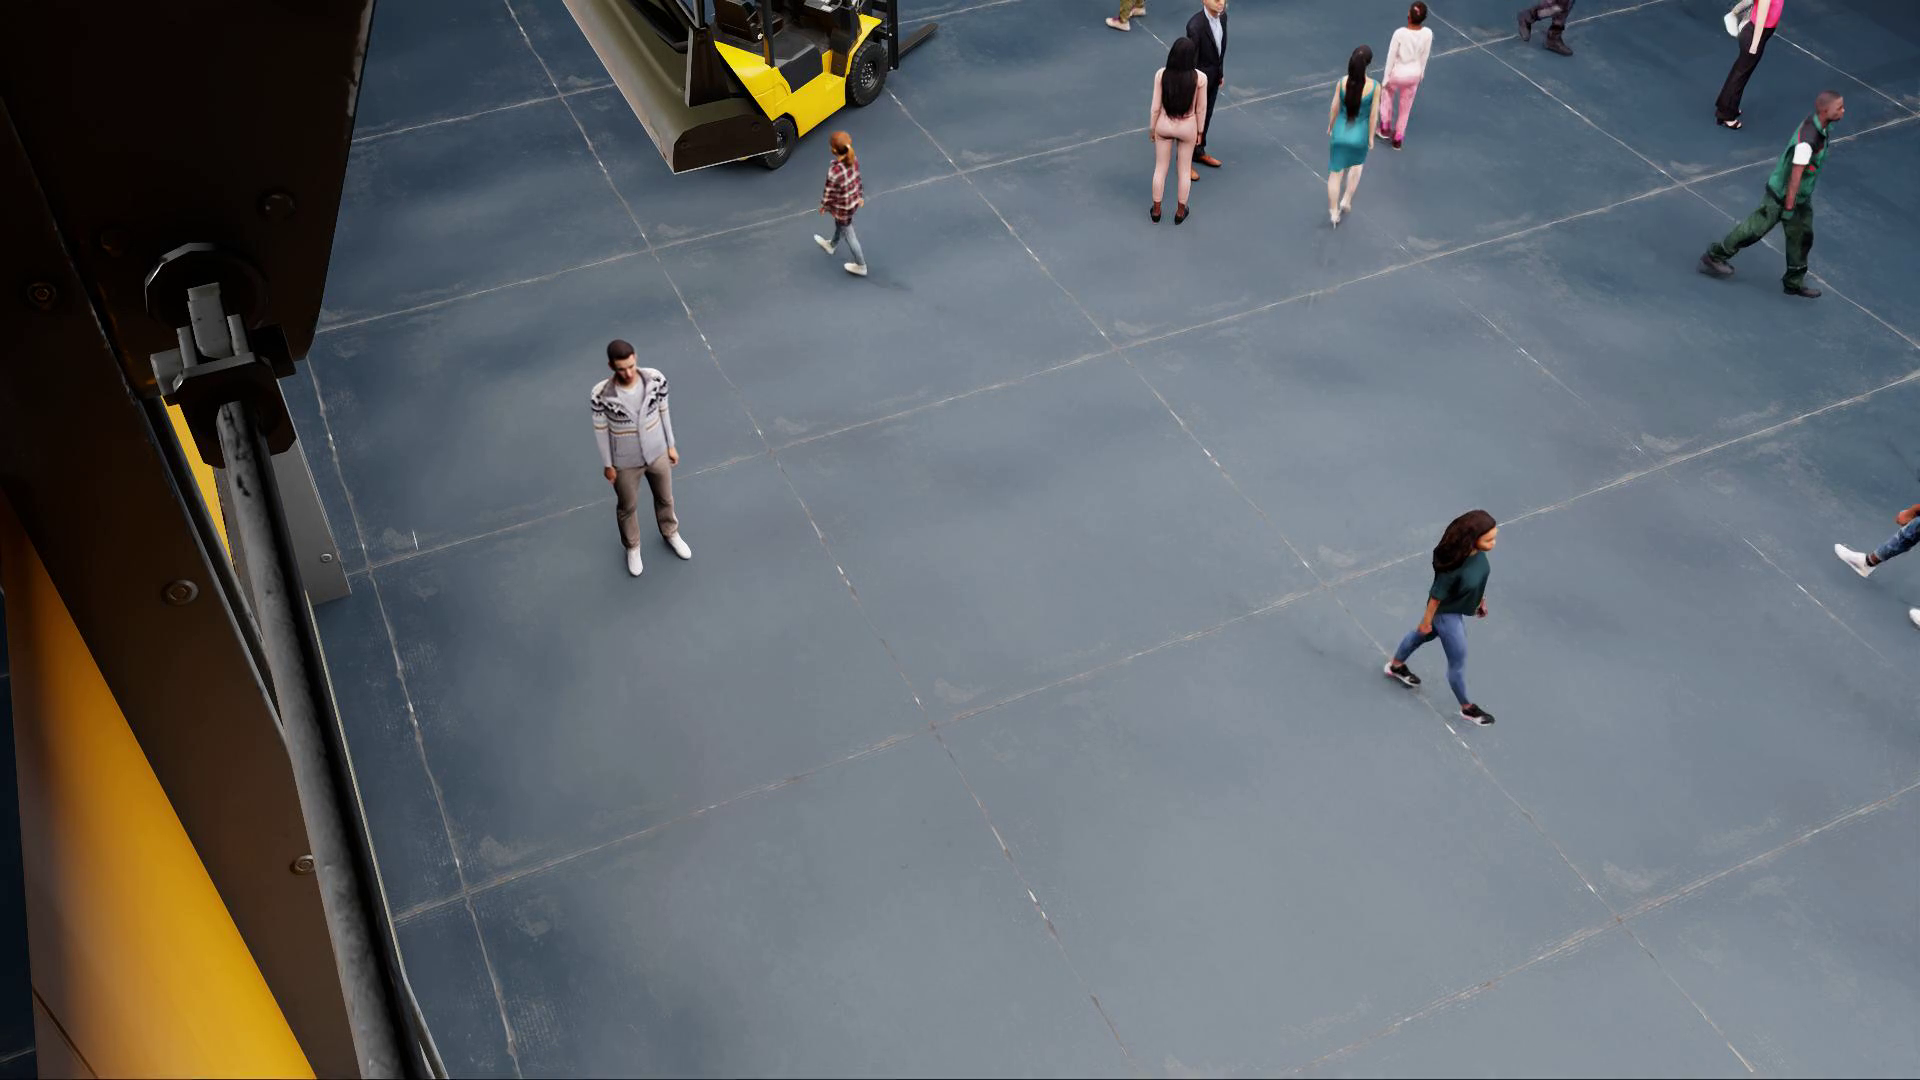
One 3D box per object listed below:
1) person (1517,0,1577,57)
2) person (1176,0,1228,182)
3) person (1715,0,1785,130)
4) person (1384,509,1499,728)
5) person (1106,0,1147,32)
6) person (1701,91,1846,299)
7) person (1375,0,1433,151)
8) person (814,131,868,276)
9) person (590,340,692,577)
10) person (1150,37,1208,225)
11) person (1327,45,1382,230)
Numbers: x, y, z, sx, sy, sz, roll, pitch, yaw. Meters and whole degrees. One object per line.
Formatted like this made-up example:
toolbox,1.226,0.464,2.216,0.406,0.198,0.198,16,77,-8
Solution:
person,6.034,-5.813,16.705,0.837,1.817,0.970,-30,51,-27
person,2.193,-4.158,14.980,0.725,1.800,0.768,33,53,30
person,7.492,-4.715,15.665,0.701,1.660,0.652,16,46,17
person,2.974,0.392,10.362,1.113,1.581,0.881,29,51,27
person,1.855,-6.187,17.108,0.827,1.803,0.798,13,45,13
person,6.682,-2.841,13.603,1.329,1.792,1.087,26,49,25
person,4.123,-4.274,15.367,0.681,1.434,0.738,-1,44,-1
person,-0.919,-2.787,13.919,0.925,1.278,0.799,22,48,22
person,-2.169,-0.601,11.202,0.689,1.861,0.576,-21,47,-21
person,1.865,-3.533,14.382,0.693,1.720,0.716,7,44,8
person,3.336,-3.421,14.299,0.723,1.671,0.783,14,45,14
